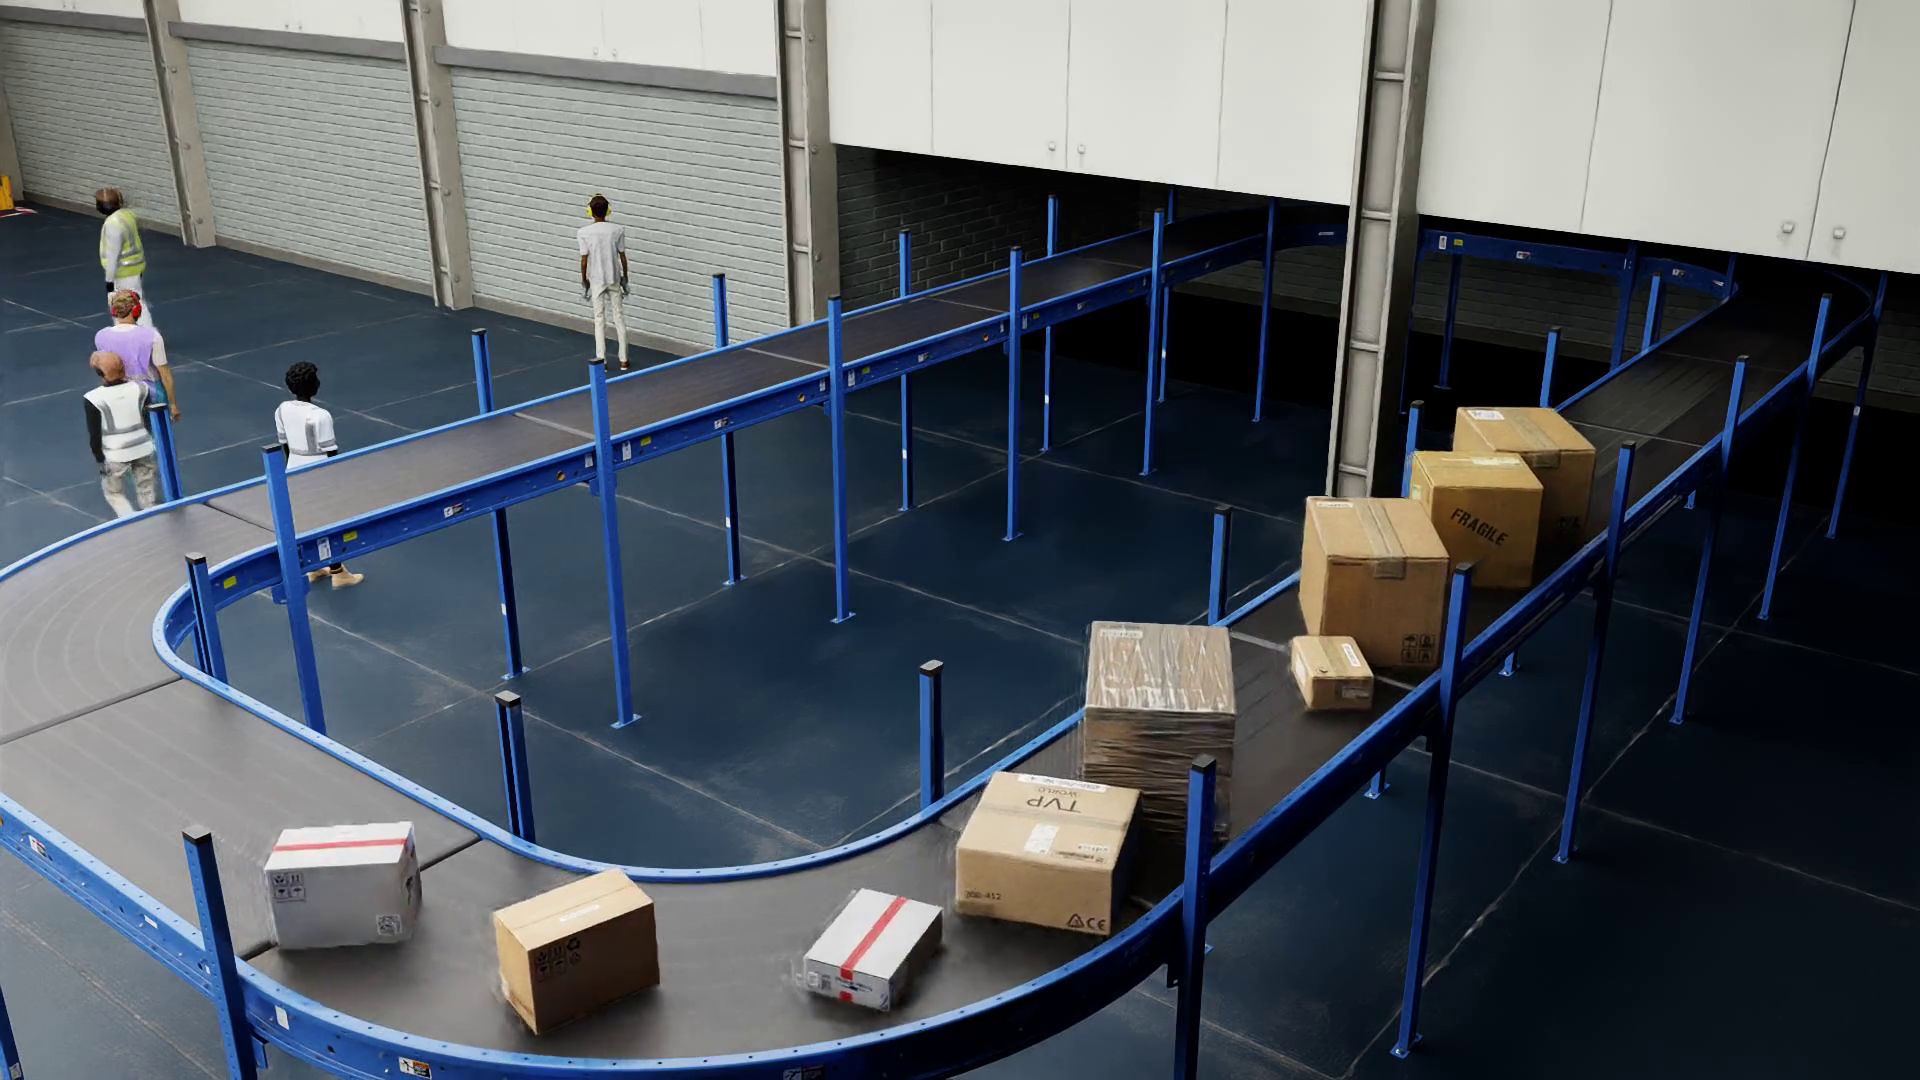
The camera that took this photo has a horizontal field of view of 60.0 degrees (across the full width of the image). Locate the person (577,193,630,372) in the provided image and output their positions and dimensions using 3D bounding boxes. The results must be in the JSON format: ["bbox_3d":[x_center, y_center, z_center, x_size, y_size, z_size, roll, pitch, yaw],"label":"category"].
[{"bbox_3d":[-3.738,-2.701,17.500,0.514,1.872,0.328,-9,23,-21],"label":"person"}]

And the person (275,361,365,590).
[{"bbox_3d":[-4.663,-0.464,12.051,0.541,1.696,0.316,11,24,26],"label":"person"}]

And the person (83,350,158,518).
[{"bbox_3d":[-6.298,-0.642,12.601,0.391,1.630,0.529,17,27,37],"label":"person"}]

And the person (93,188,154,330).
[{"bbox_3d":[-9.205,-2.898,18.062,0.727,1.818,0.661,-6,22,-16],"label":"person"}]

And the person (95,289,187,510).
[{"bbox_3d":[-6.636,-1.111,13.502,0.565,1.840,0.390,1,22,3],"label":"person"}]
